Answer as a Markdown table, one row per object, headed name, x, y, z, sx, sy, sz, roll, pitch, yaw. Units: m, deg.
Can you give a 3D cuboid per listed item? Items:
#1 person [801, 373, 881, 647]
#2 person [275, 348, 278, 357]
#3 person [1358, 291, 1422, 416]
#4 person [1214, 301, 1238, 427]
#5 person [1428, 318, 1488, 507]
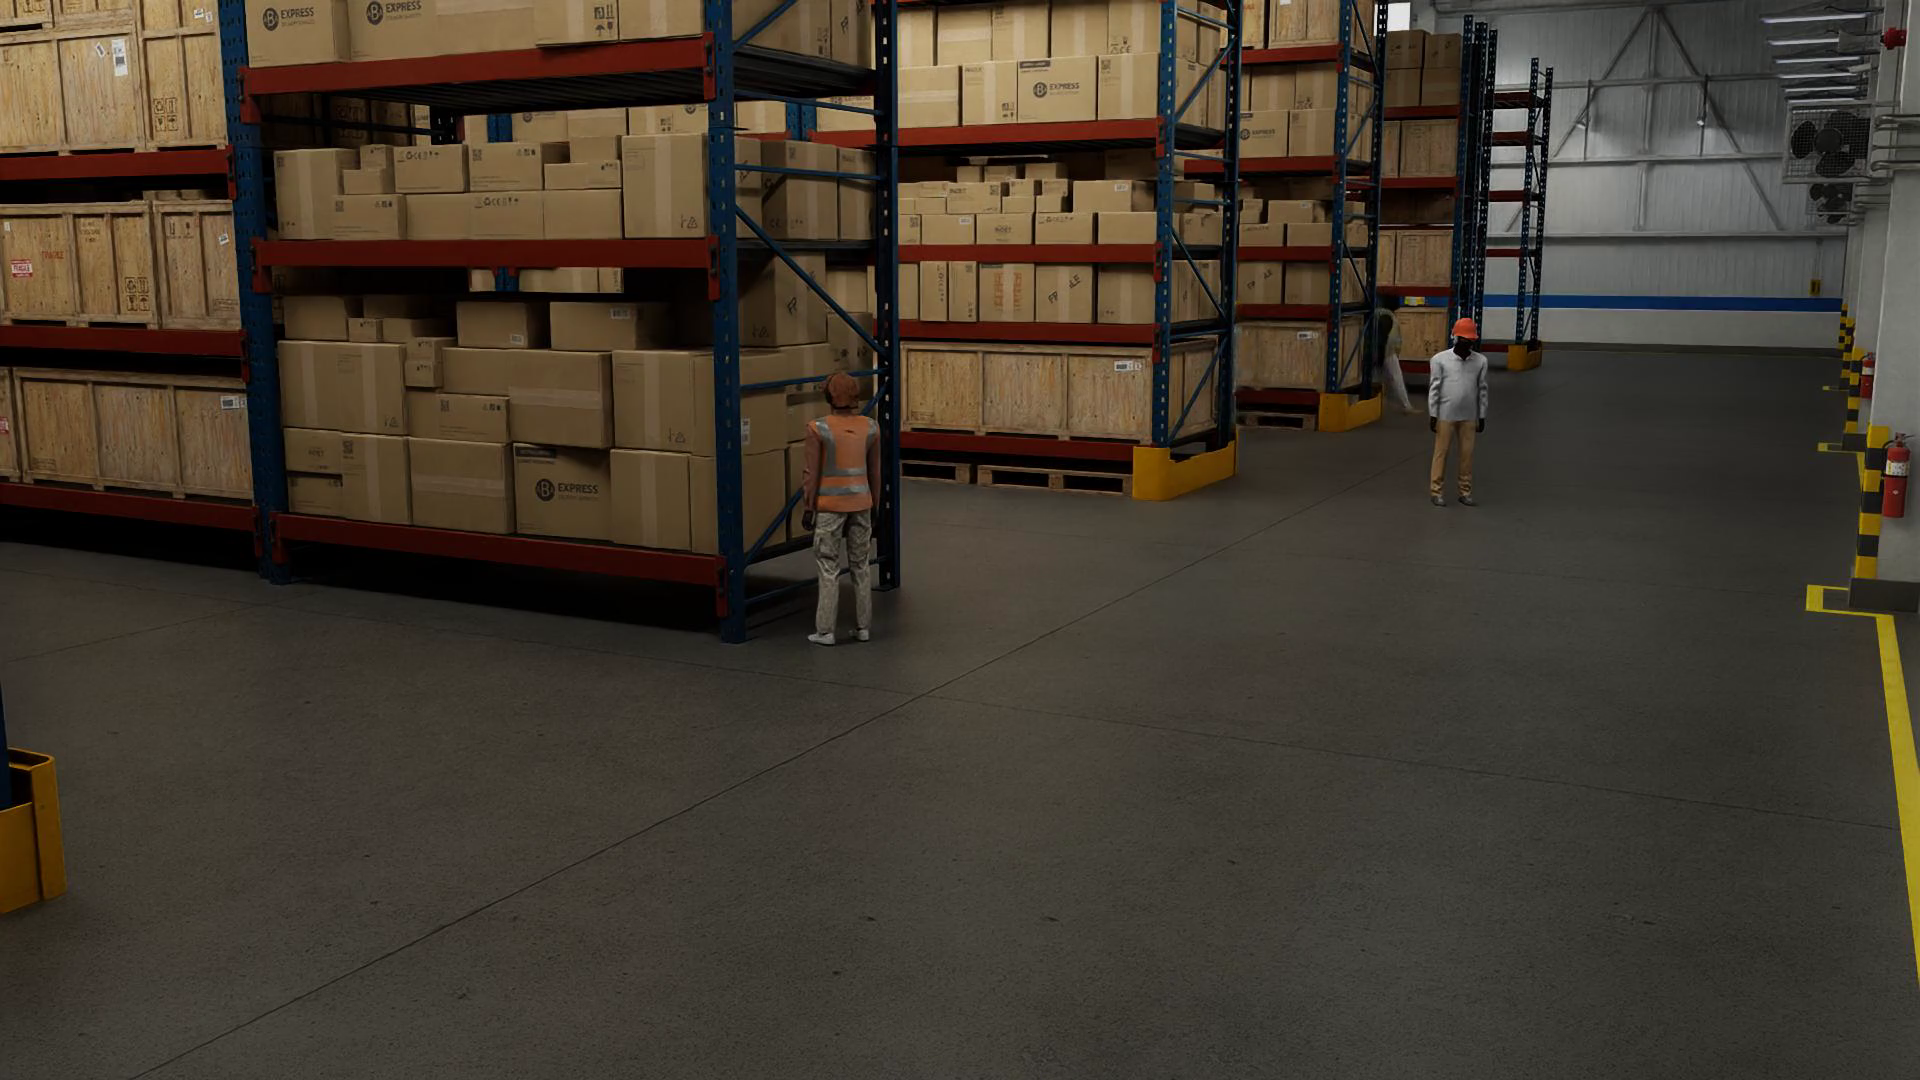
| name | x | y | z | sx | sy | sz | roll | pitch | yaw |
| --- | --- | --- | --- | --- | --- | --- | --- | --- | --- |
| person | -0.697 | -0.180 | 9.908 | 0.524 | 1.631 | 0.318 | -6 | 12 | -33 |
| person | -7.901 | -1.977 | 19.441 | 0.374 | 1.928 | 0.550 | -2 | 10 | -9 |
| person | 6.155 | -2.679 | 23.924 | 0.968 | 1.790 | 0.639 | 3 | 10 | 16 |
| person | 3.267 | -2.111 | 20.769 | 0.454 | 1.727 | 0.506 | -1 | 10 | -7 |
| person | 4.583 | -1.169 | 15.300 | 0.566 | 1.744 | 0.350 | -1 | 10 | -5 |
